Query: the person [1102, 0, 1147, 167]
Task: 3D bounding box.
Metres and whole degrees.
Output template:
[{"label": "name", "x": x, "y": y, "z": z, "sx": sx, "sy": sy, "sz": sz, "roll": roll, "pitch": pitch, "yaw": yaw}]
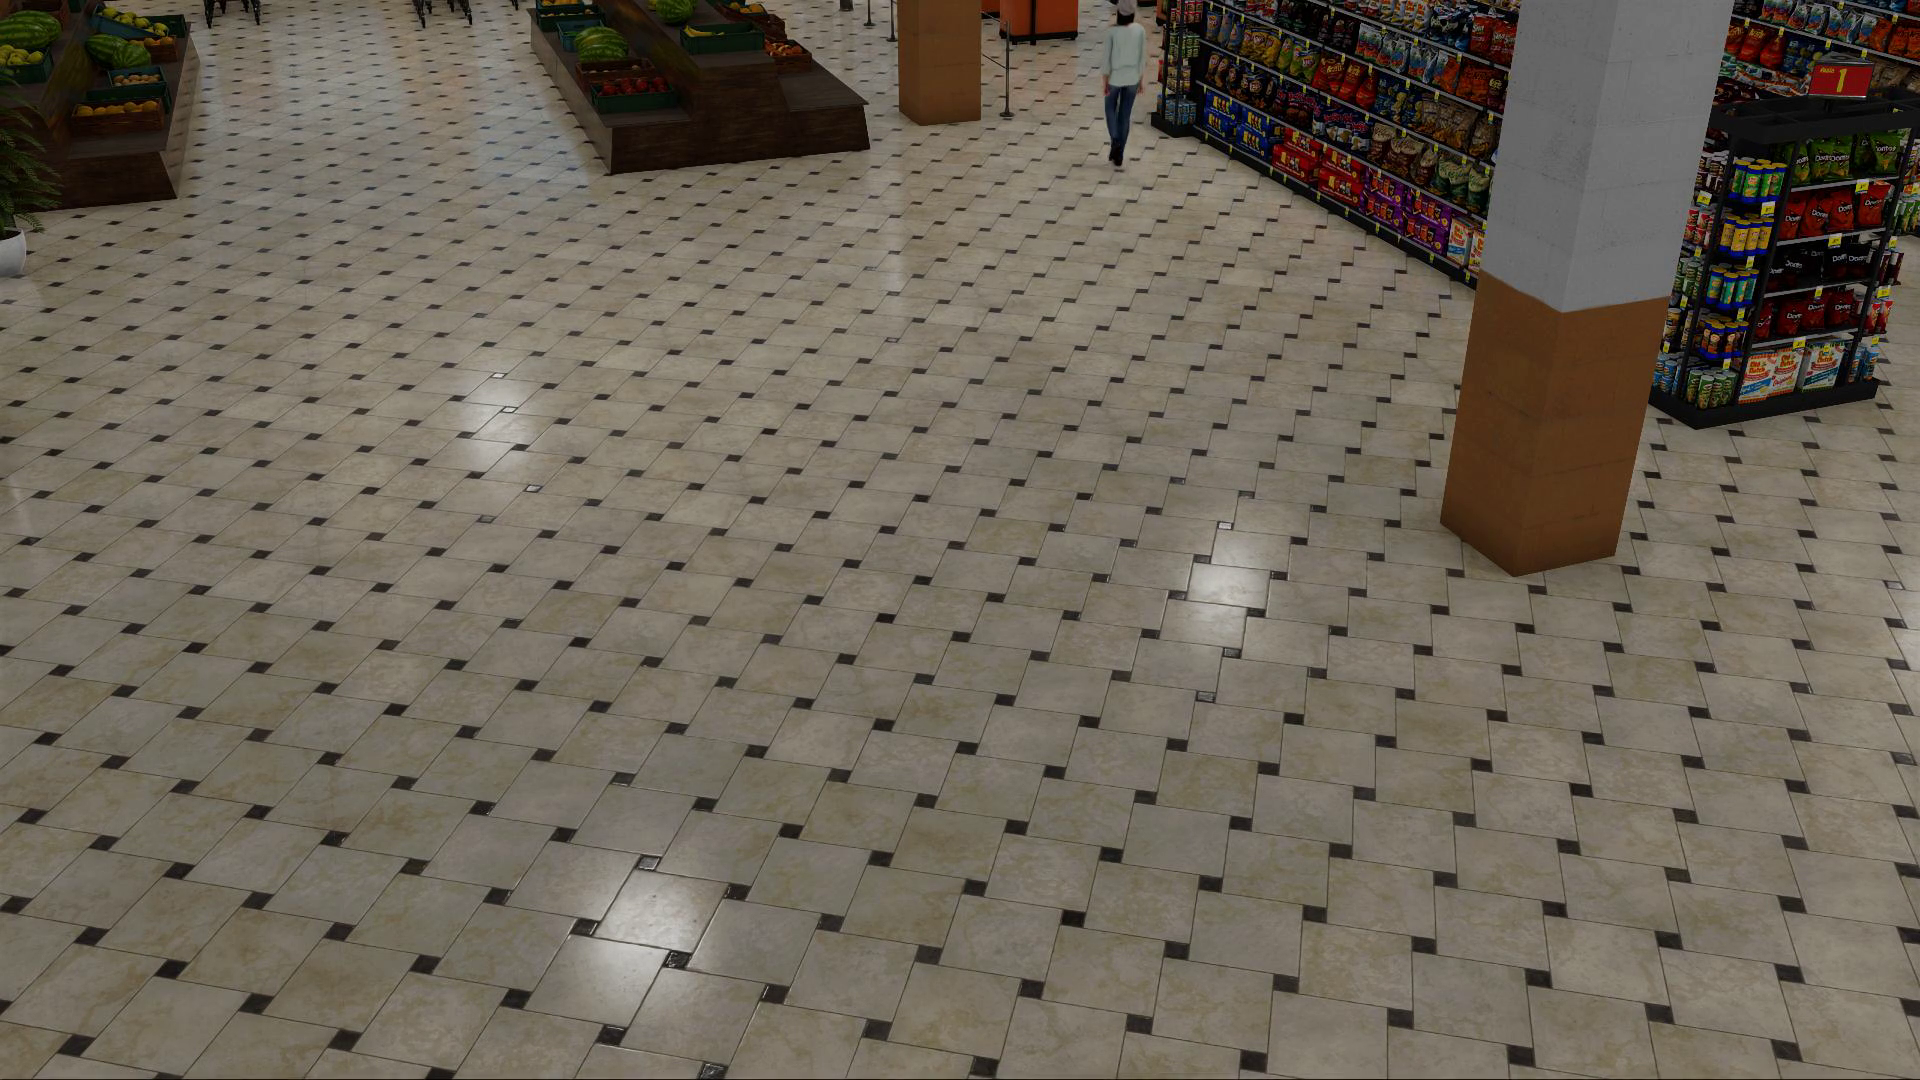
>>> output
[{"label": "person", "x": 1.573, "y": -4.381, "z": 15.913, "sx": 0.675, "sy": 1.634, "sz": 0.758, "roll": -2, "pitch": 29, "yaw": -3}]
